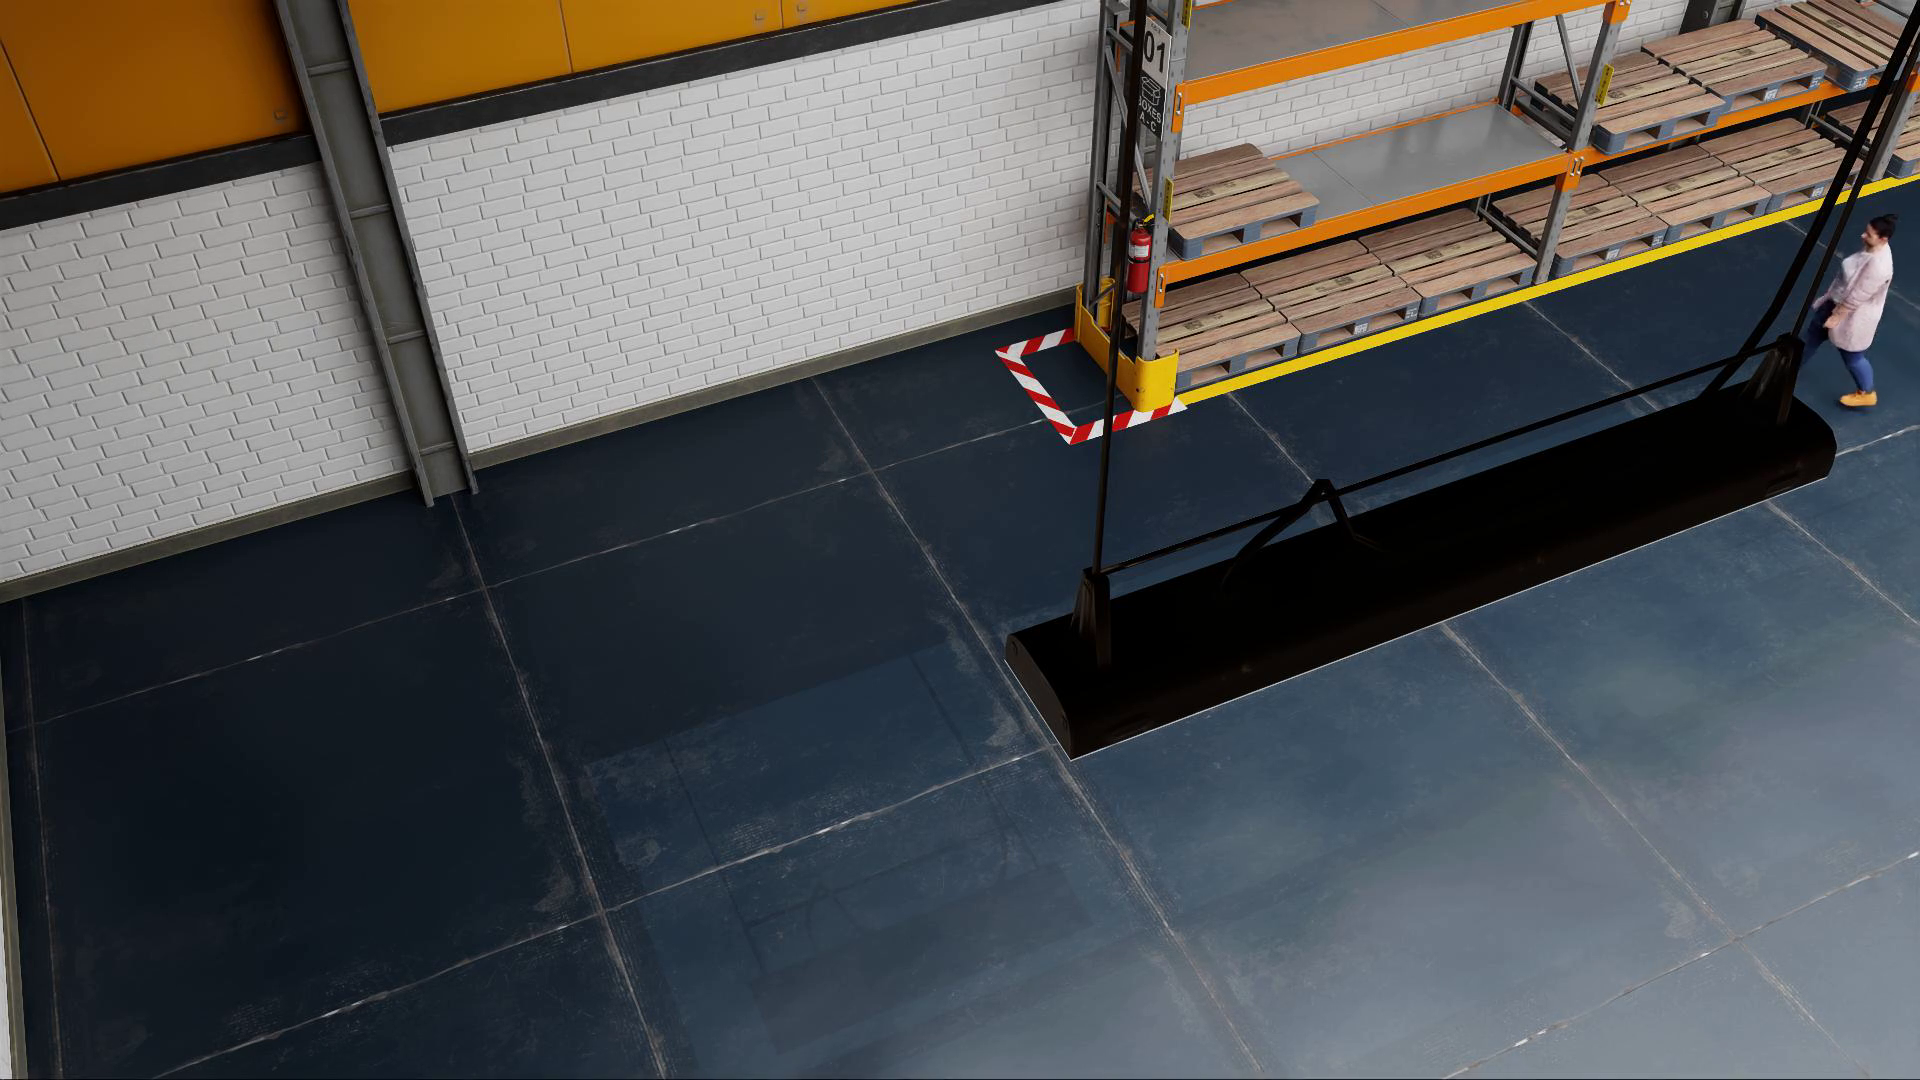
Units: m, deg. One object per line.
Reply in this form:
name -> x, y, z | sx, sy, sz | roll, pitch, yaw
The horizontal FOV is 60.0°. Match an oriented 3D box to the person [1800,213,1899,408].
person -> 6.982, -1.737, 12.832 | 1.193, 1.700, 1.090 | 12, 45, 13
